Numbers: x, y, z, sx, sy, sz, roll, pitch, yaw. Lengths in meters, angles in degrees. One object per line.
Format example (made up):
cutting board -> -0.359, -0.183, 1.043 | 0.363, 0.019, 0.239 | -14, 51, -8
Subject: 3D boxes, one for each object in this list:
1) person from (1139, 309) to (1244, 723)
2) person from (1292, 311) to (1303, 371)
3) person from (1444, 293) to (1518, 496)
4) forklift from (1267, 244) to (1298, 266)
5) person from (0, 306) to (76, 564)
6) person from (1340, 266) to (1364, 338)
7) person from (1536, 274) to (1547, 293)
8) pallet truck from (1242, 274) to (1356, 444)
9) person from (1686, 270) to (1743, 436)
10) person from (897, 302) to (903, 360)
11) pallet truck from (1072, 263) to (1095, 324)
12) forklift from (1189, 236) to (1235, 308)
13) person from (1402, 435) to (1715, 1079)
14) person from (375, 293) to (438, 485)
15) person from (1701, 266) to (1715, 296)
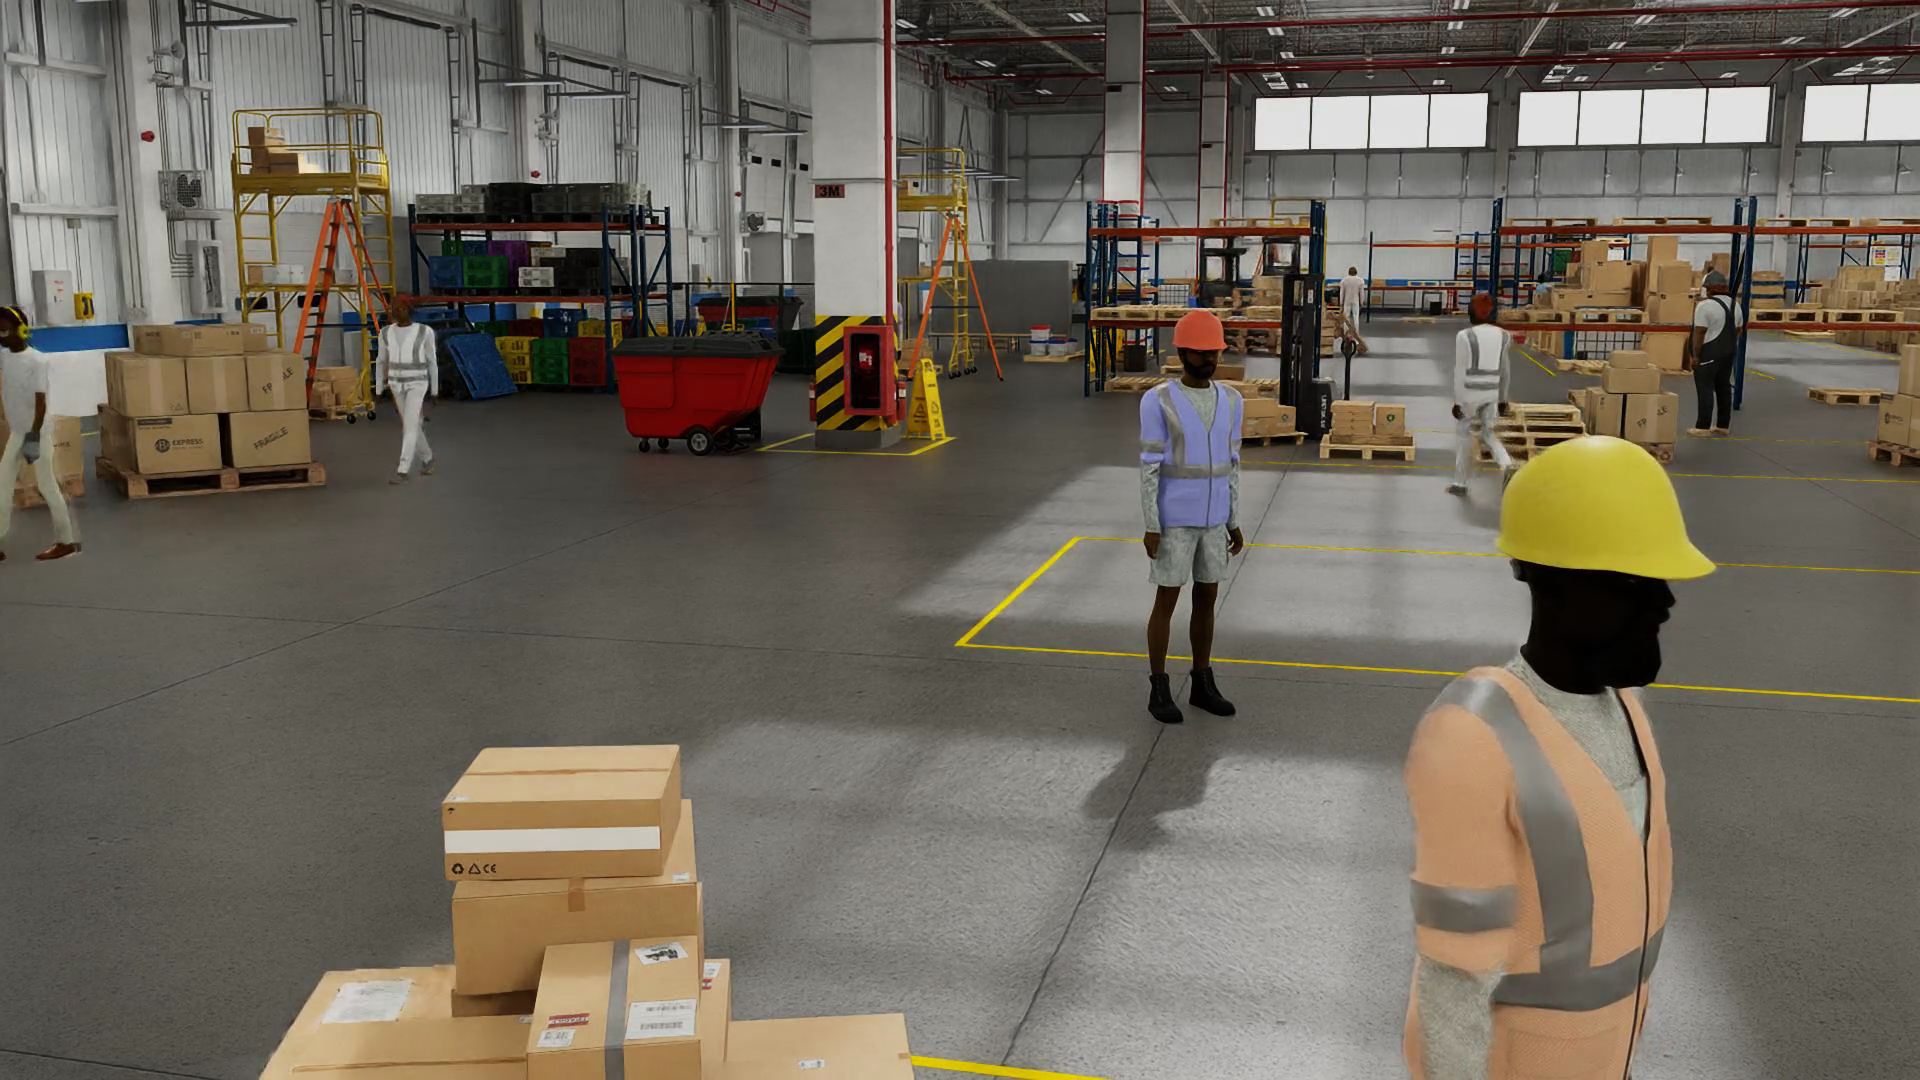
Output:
person -> 1.105, -0.112, 7.833 | 0.545, 1.938, 0.361 | -4, 11, -25
person -> 6.605, -4.102, 31.933 | 0.335, 1.734, 0.487 | 6, 12, 33
person -> 4.715, -1.283, 14.965 | 0.585, 1.866, 0.744 | -4, 10, -21
forklift -> 9.683, -7.749, 50.031 | 1.129, 2.768, 1.873 | 3, 10, 16
person -> -6.671, -0.717, 11.713 | 0.536, 1.827, 0.890 | 5, 11, 27
person -> 10.573, -6.406, 44.896 | 0.633, 1.936, 0.355 | 2, 10, 12
person -> 17.860, -7.385, 51.438 | 0.819, 1.656, 0.557 | -1, 10, -4
pallet truck -> 3.653, -2.138, 19.590 | 1.885, 1.965, 0.823 | -4, 10, -20
person -> 9.234, -2.306, 20.449 | 0.703, 2.000, 0.535 | -5, 11, -27
person -> -1.071, -2.668, 22.915 | 0.587, 1.927, 0.369 | -4, 11, -24
pallet truck -> 4.325, -8.180, 55.162 | 0.823, 1.965, 1.885 | 6, 11, 31
forklift -> 6.998, -6.986, 45.536 | 1.129, 2.768, 1.873 | -1, 10, -8
person -> 0.863, 0.803, 2.473 | 0.374, 1.928, 0.584 | 9, 13, 41
person -> -5.393, -1.497, 16.289 | 0.590, 1.845, 0.977 | 2, 10, 10
person -> 22.830, -7.402, 50.811 | 0.362, 1.929, 0.629 | 6, 11, 31
